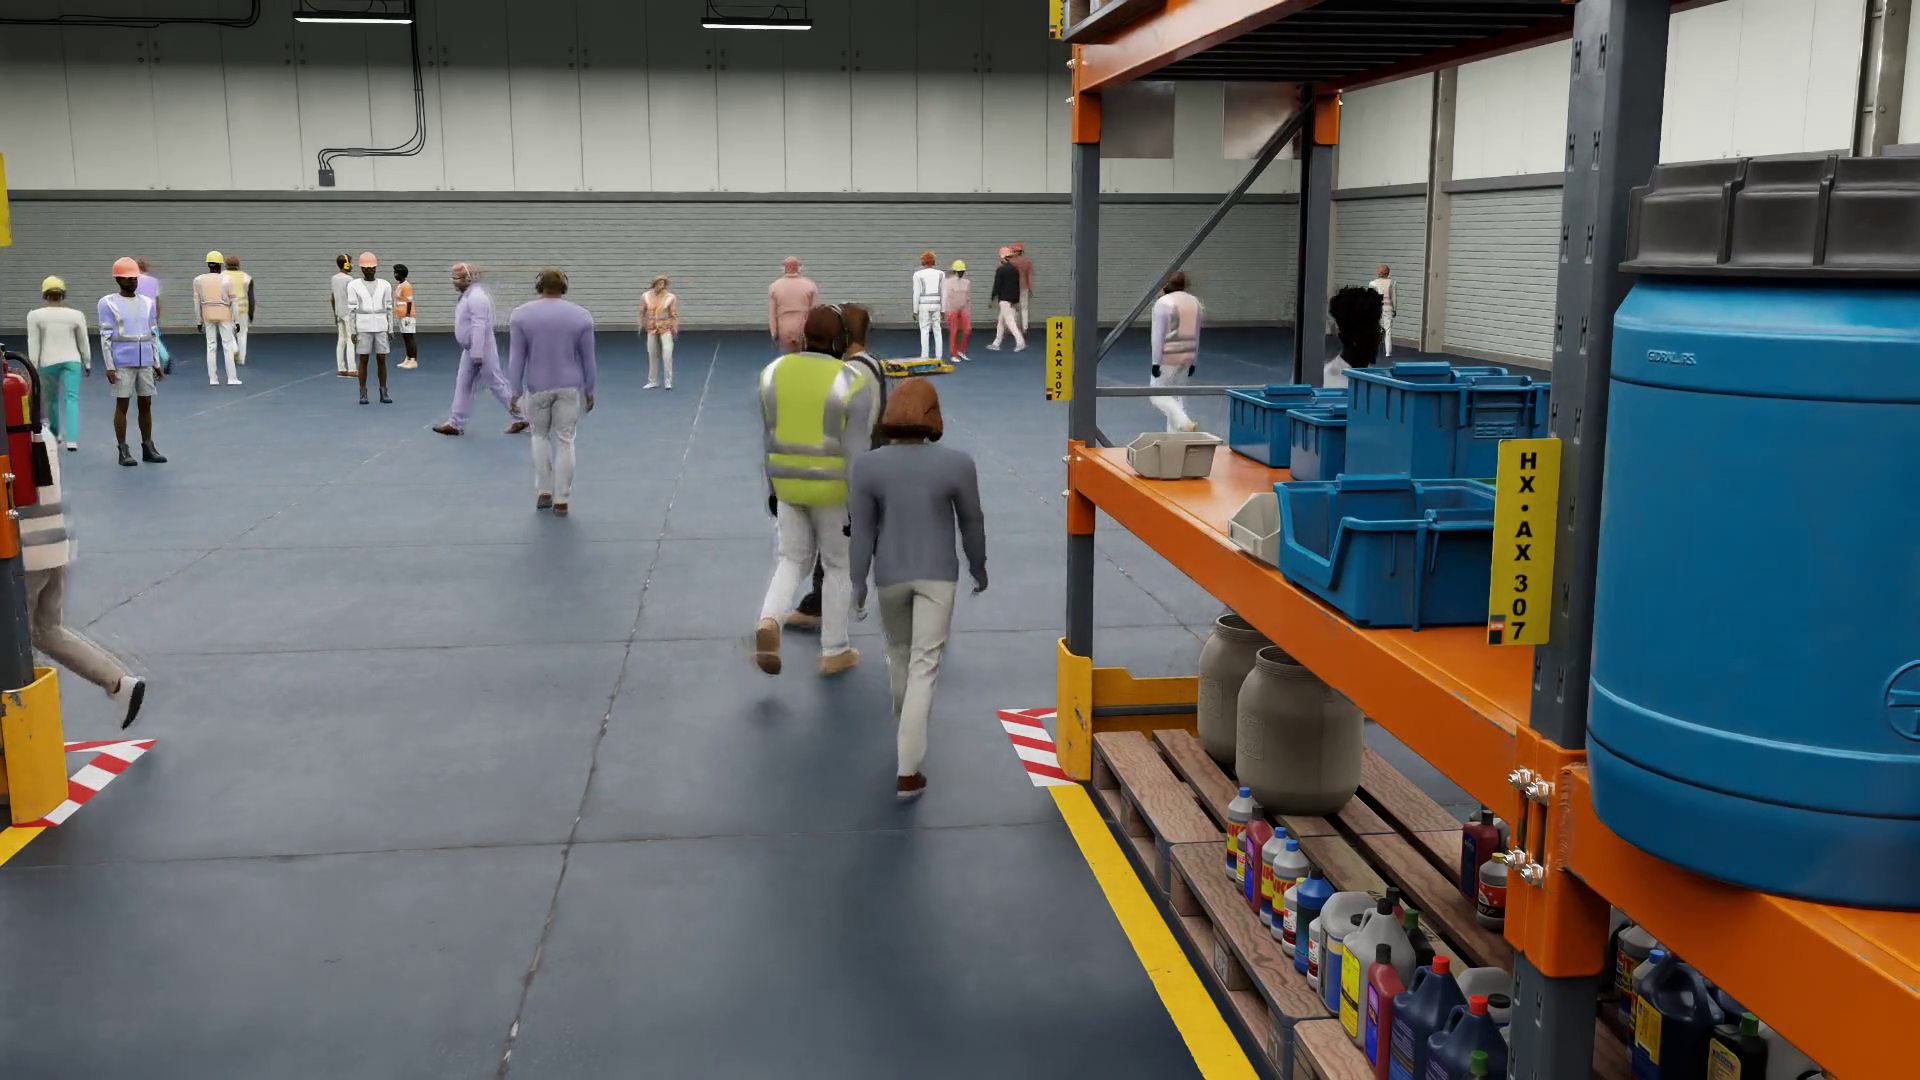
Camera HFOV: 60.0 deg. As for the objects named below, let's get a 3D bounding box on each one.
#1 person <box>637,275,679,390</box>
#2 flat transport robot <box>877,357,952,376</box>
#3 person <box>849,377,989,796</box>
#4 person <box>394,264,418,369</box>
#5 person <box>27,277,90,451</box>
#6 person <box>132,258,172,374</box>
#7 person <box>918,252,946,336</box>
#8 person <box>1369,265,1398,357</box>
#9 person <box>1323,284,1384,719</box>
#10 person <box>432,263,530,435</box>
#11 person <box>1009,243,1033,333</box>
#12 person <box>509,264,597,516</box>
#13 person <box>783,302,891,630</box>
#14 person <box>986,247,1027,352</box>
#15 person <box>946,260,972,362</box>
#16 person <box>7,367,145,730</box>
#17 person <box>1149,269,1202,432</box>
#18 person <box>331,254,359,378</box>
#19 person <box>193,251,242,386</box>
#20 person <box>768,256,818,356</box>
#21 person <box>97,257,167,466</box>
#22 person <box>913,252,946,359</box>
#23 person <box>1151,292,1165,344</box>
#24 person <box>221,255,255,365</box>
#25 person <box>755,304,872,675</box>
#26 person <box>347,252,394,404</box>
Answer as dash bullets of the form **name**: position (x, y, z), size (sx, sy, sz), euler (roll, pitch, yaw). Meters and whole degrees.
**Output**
- **person**: position (-4.214, -2.898, 23.257), size (0.598, 1.607, 0.622), euler (1, 10, 5)
- **flat transport robot**: position (-0.805, -2.688, 25.764), size (0.652, 0.197, 1.431), euler (8, 13, 36)
- **person**: position (-0.157, 0.155, 6.561), size (0.507, 1.586, 0.834), euler (2, 11, 13)
- **person**: position (-8.993, -3.622, 26.960), size (0.321, 1.698, 0.537), euler (-6, 12, -29)
- **person**: position (-9.080, -1.782, 16.777), size (0.549, 1.719, 0.897), euler (-6, 12, -30)
- **person**: position (-12.673, -3.484, 25.904), size (0.835, 1.815, 0.574), euler (6, 12, 30)
- **person**: position (-0.578, -5.355, 36.222), size (0.612, 1.782, 0.923), euler (4, 11, 20)
- **person**: position (7.489, -4.052, 29.495), size (0.513, 1.638, 0.309), euler (3, 11, 14)
- **person**: position (1.643, -0.157, 7.330), size (0.519, 1.931, 0.632), euler (5, 11, 24)
- **person**: position (-5.170, -2.038, 17.909), size (1.015, 1.858, 0.690), euler (-7, 12, -32)
- **person**: position (1.318, -5.591, 36.973), size (0.639, 1.989, 0.399), euler (0, 10, 3)
- **person**: position (-3.150, -1.168, 12.910), size (0.661, 1.912, 0.781), euler (-3, 11, -14)
- **person**: position (-0.530, -0.361, 8.836), size (0.948, 1.801, 0.510), euler (2, 10, 8)
- **person**: position (0.894, -4.497, 31.090), size (0.990, 1.953, 0.609), euler (7, 13, 34)
- **person**: position (-0.014, -3.888, 28.326), size (0.521, 1.740, 0.428), euler (-6, 12, -30)
- **person**: position (-3.755, 0.093, 6.809), size (0.553, 1.617, 0.525), euler (-1, 10, -6)
- **person**: position (2.164, -1.793, 16.587), size (0.646, 1.823, 0.530), euler (-9, 14, -41)
- **person**: position (-9.342, -3.408, 25.325), size (0.516, 1.871, 0.325), euler (7, 12, 34)
- **person**: position (-10.651, -3.174, 23.881), size (0.595, 1.925, 0.375), euler (-1, 10, -7)
- **person**: position (-2.108, -2.661, 21.197), size (0.647, 1.889, 0.538), euler (0, 10, -2)
- **person**: position (-7.747, -1.668, 15.597), size (0.359, 1.939, 0.543), euler (7, 12, 34)
- **person**: position (-0.508, -3.800, 27.437), size (0.577, 1.881, 0.349), euler (-4, 11, -22)
- **person**: position (2.578, -2.366, 20.332), size (0.503, 1.612, 0.744), euler (3, 11, 17)
- **person**: position (-12.070, -3.818, 27.695), size (0.643, 1.824, 0.490), euler (-7, 12, -33)
- **person**: position (-0.712, -0.214, 7.946), size (0.631, 1.819, 0.682), euler (5, 11, 24)
- **person**: position (-7.516, -2.703, 21.275), size (0.549, 1.936, 0.376), euler (-6, 12, -29)
